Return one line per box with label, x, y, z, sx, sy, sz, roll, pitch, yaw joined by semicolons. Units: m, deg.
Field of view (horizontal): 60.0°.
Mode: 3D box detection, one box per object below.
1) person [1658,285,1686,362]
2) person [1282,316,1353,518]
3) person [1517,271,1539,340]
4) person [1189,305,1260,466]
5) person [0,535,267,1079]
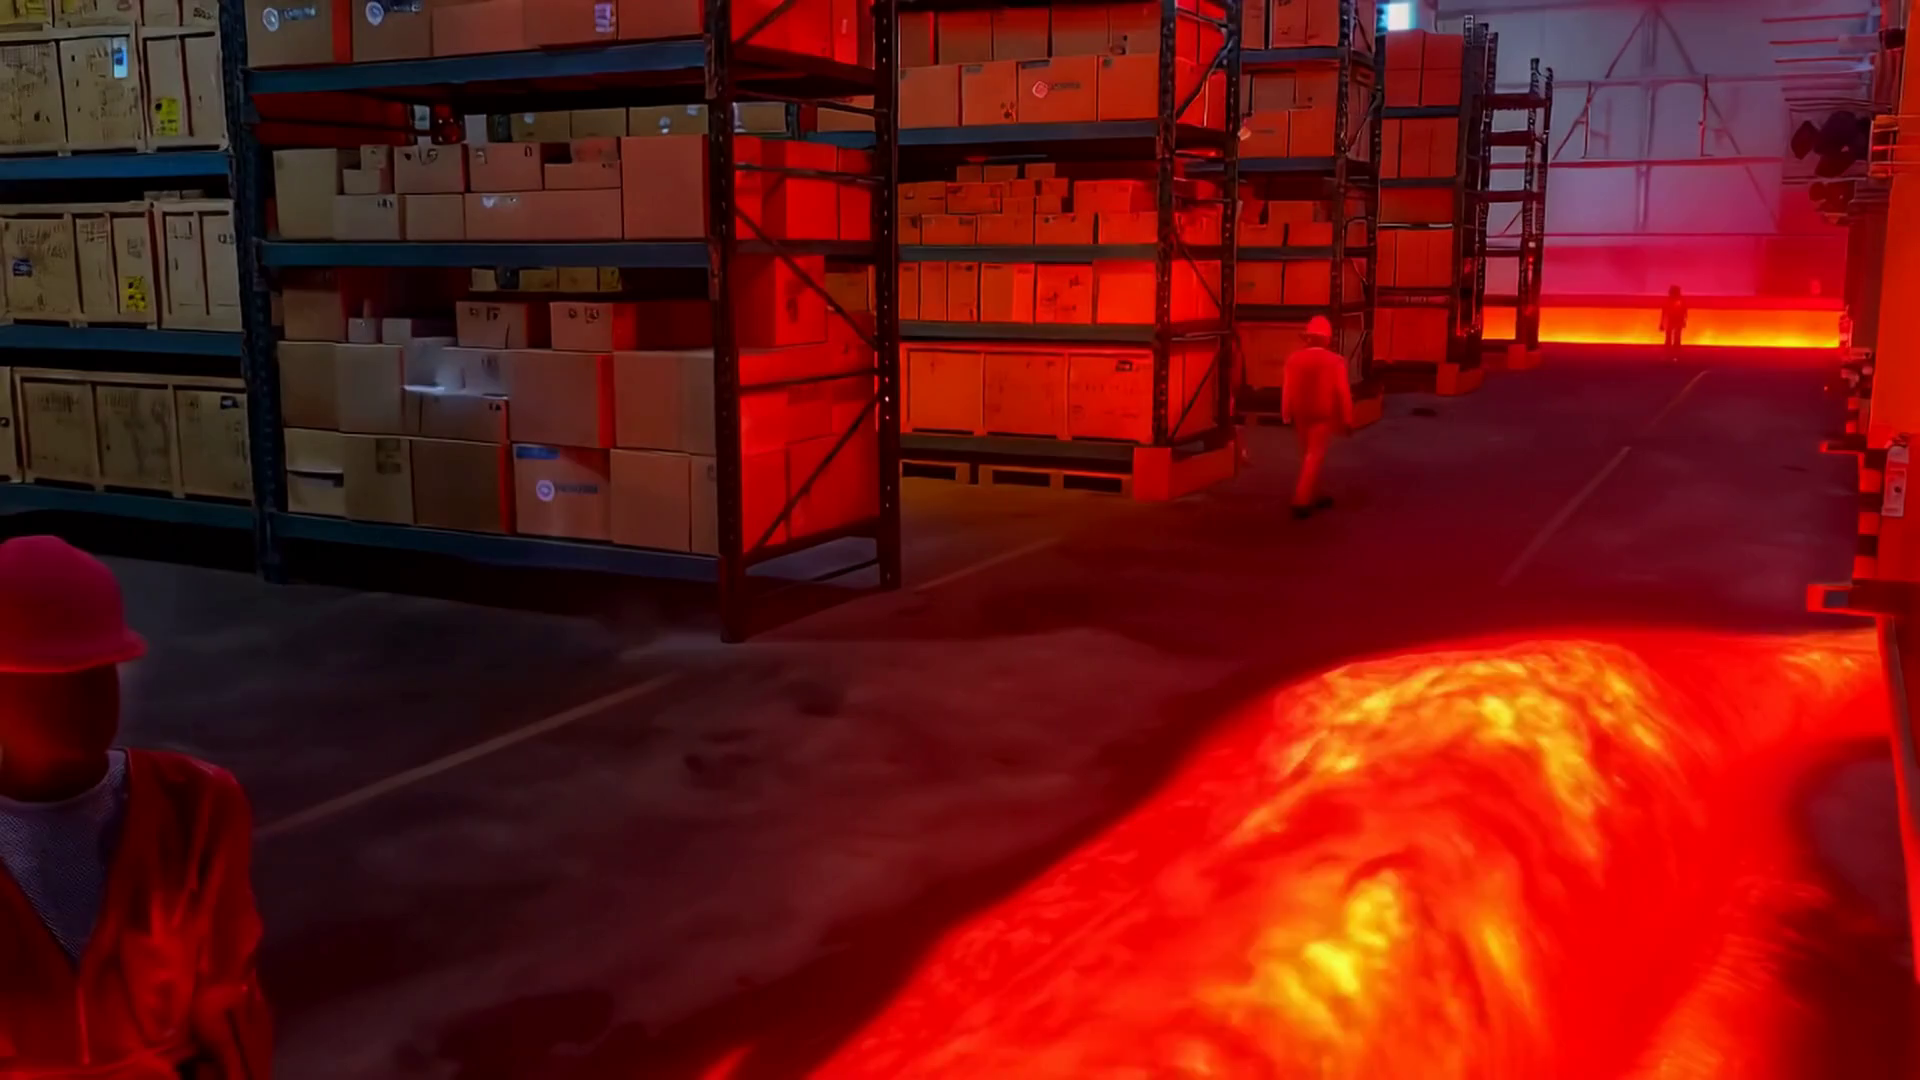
person;15.349;-4.658;35.805;0.311;1.641;0.519;-8;13;-40
person;3.178;-1.096;14.790;0.602;1.784;0.954;7;12;36
person;13.064;-5.205;38.183;0.542;1.920;0.423;-5;11;-25
person;2.920;-1.717;18.391;0.938;1.792;0.647;8;13;40
person;-1.290;0.950;2.457;0.551;1.941;0.340;-7;12;-34
